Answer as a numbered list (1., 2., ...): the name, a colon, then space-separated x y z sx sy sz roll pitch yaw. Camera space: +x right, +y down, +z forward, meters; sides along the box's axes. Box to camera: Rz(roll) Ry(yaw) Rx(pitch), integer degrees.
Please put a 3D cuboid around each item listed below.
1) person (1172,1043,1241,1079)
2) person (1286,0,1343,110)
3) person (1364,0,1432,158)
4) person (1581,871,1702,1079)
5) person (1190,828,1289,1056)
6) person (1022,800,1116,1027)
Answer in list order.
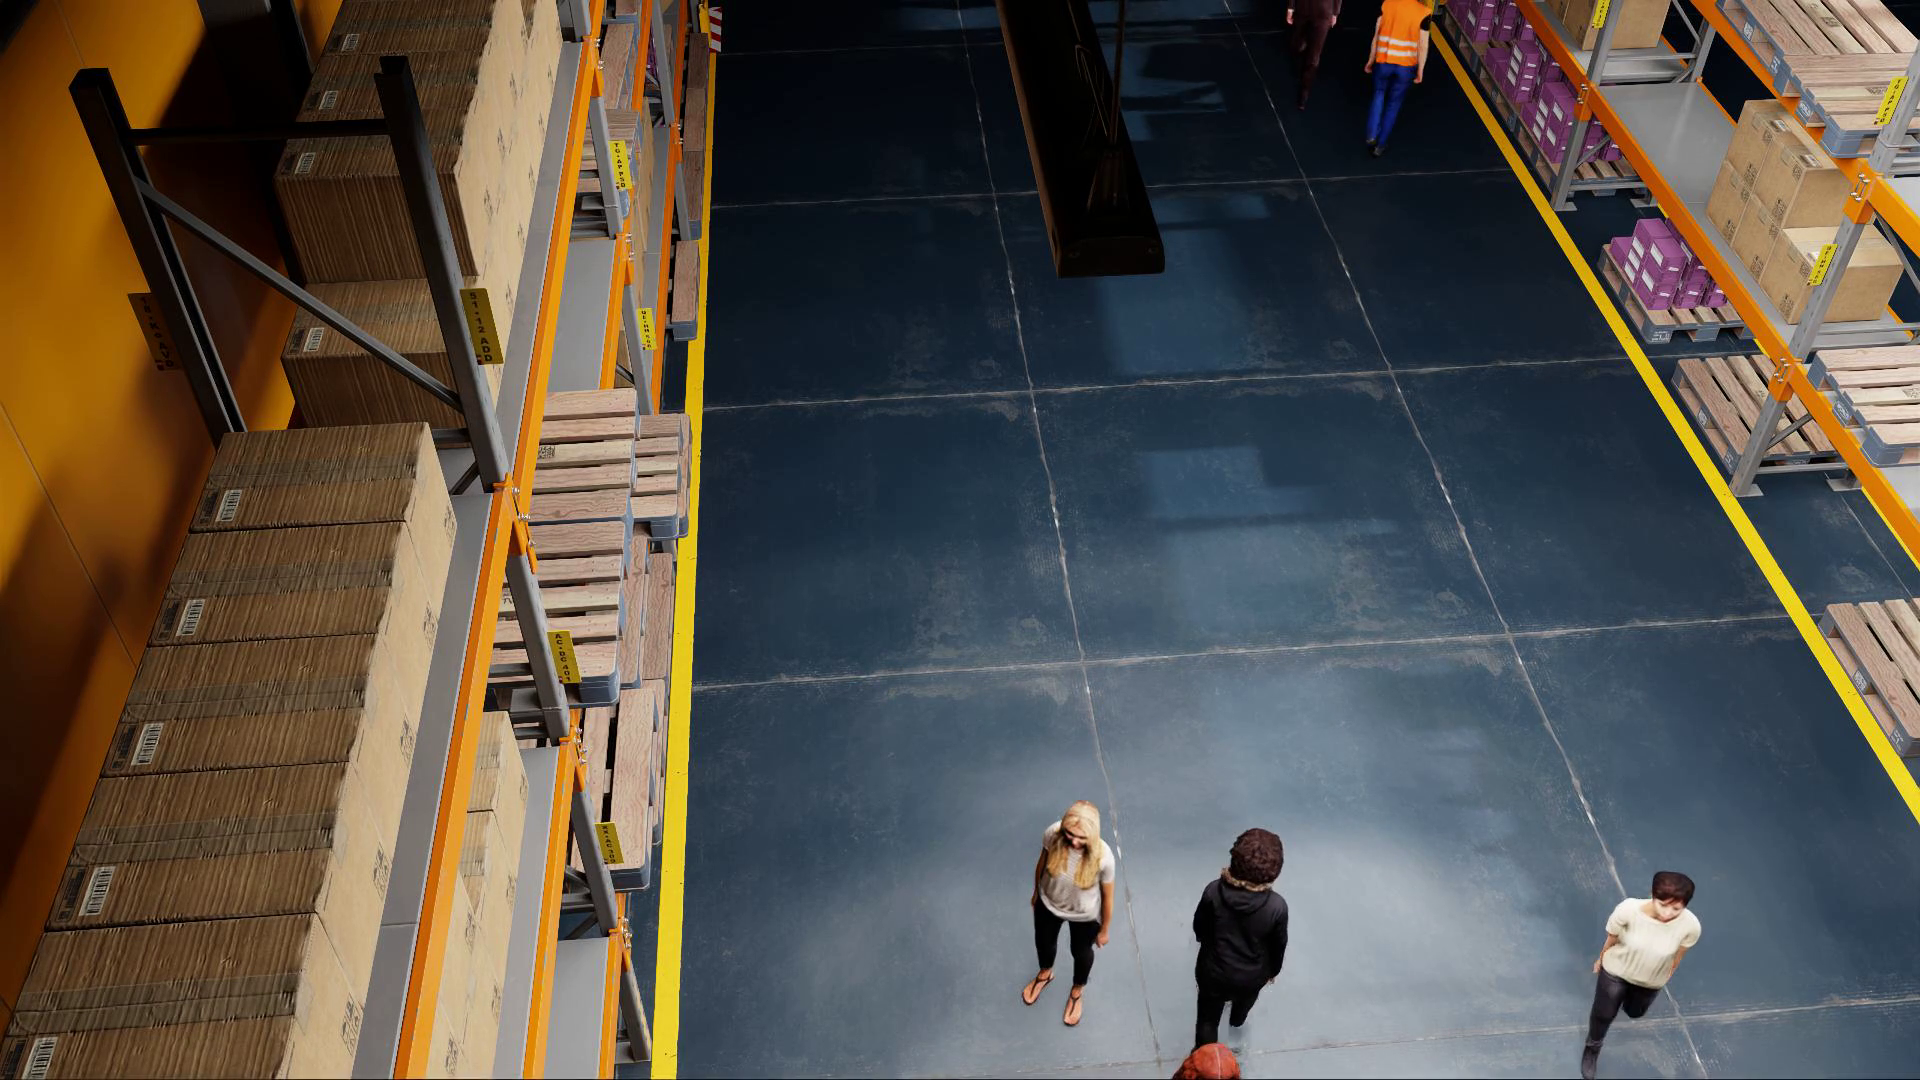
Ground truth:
1. person: 1.101 2.916 7.954 0.657 1.789 0.670 -23 48 -22
2. person: 3.511 -5.290 16.527 0.959 1.845 1.172 13 45 13
3. person: 4.056 -4.422 15.600 0.853 1.866 0.884 19 47 19
4. person: 3.578 2.234 8.829 0.806 1.569 0.988 13 45 13
5. person: 1.423 2.277 8.673 0.805 1.723 1.036 7 44 7
6. person: 0.600 1.948 8.943 0.696 1.825 0.699 19 47 19
